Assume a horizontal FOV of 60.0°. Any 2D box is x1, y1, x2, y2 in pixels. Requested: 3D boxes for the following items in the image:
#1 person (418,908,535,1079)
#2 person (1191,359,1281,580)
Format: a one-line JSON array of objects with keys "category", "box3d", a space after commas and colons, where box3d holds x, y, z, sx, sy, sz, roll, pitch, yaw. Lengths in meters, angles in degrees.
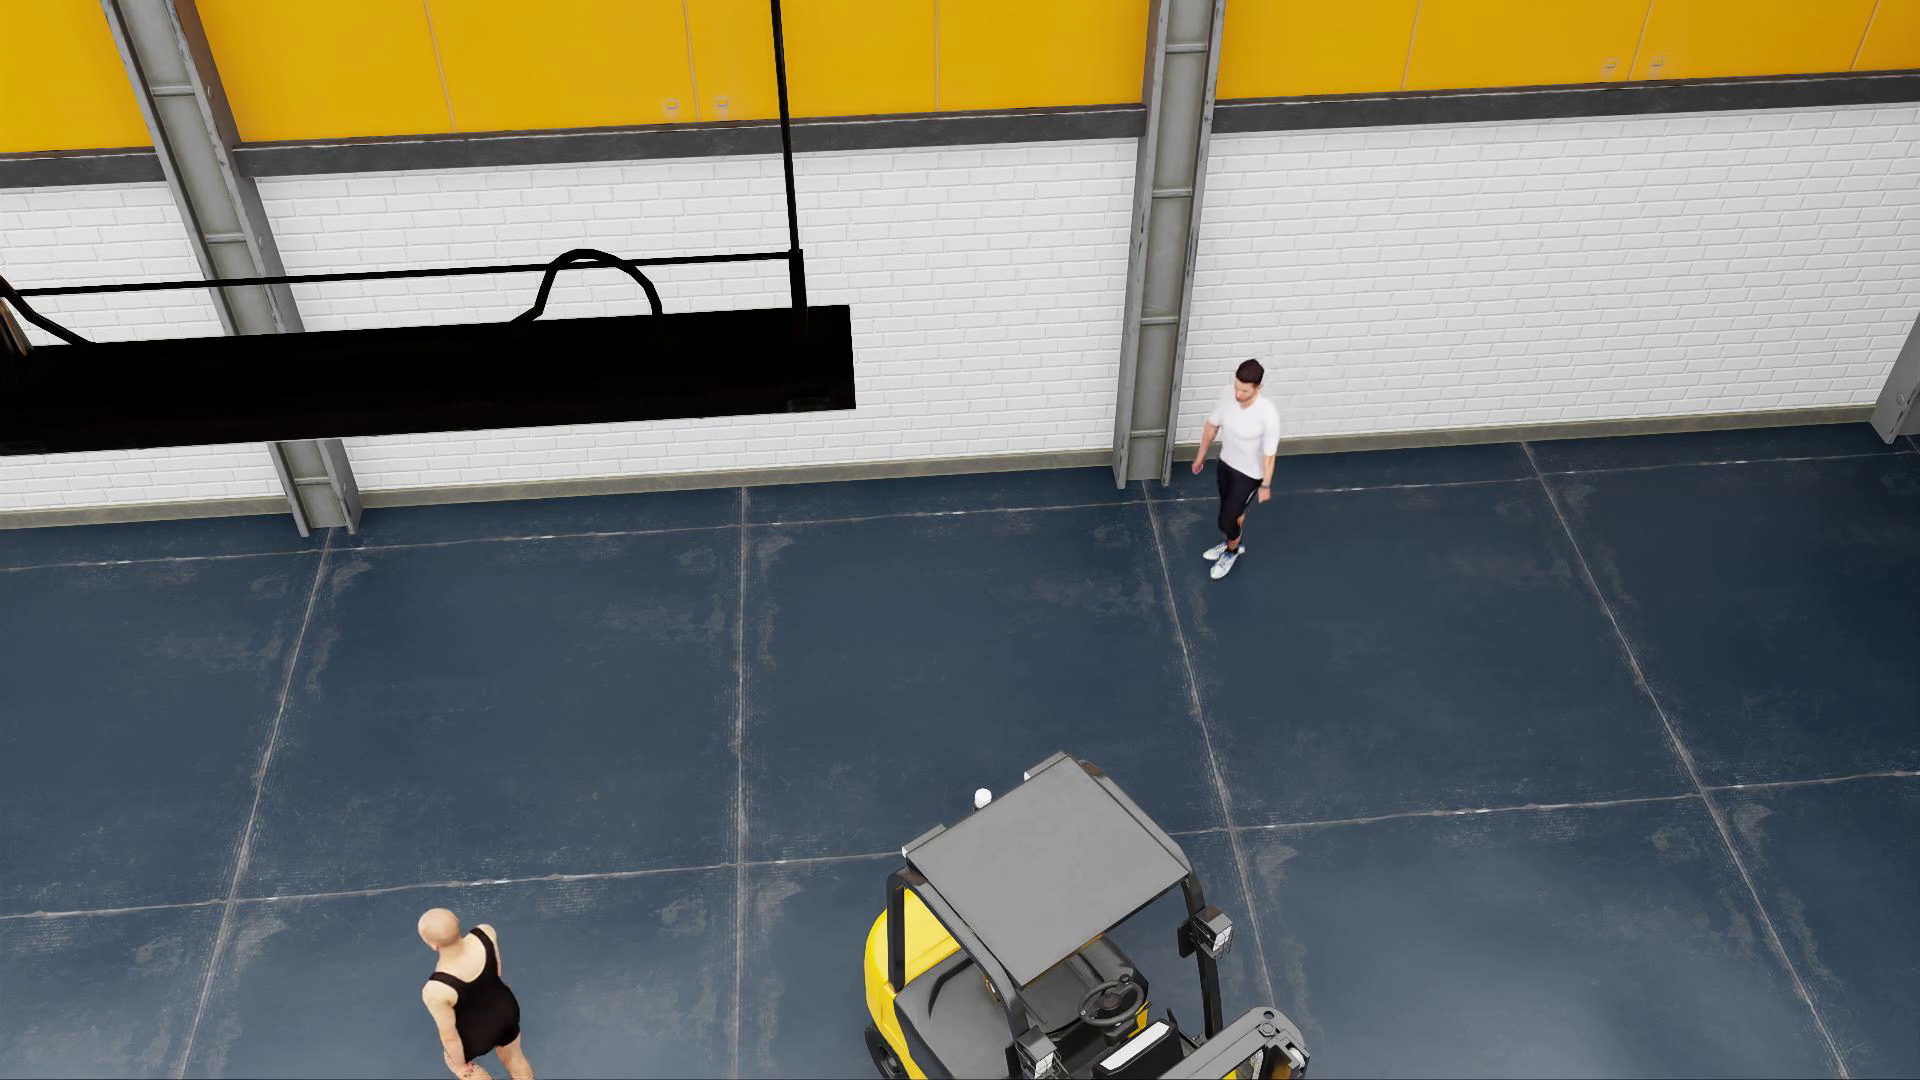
[{"category": "person", "box3d": [-2.279, 2.429, 8.207, 0.800, 1.804, 0.761, 24, 48, 23]}, {"category": "person", "box3d": [1.975, -0.534, 11.292, 0.814, 1.837, 0.820, -20, 47, -20]}]
